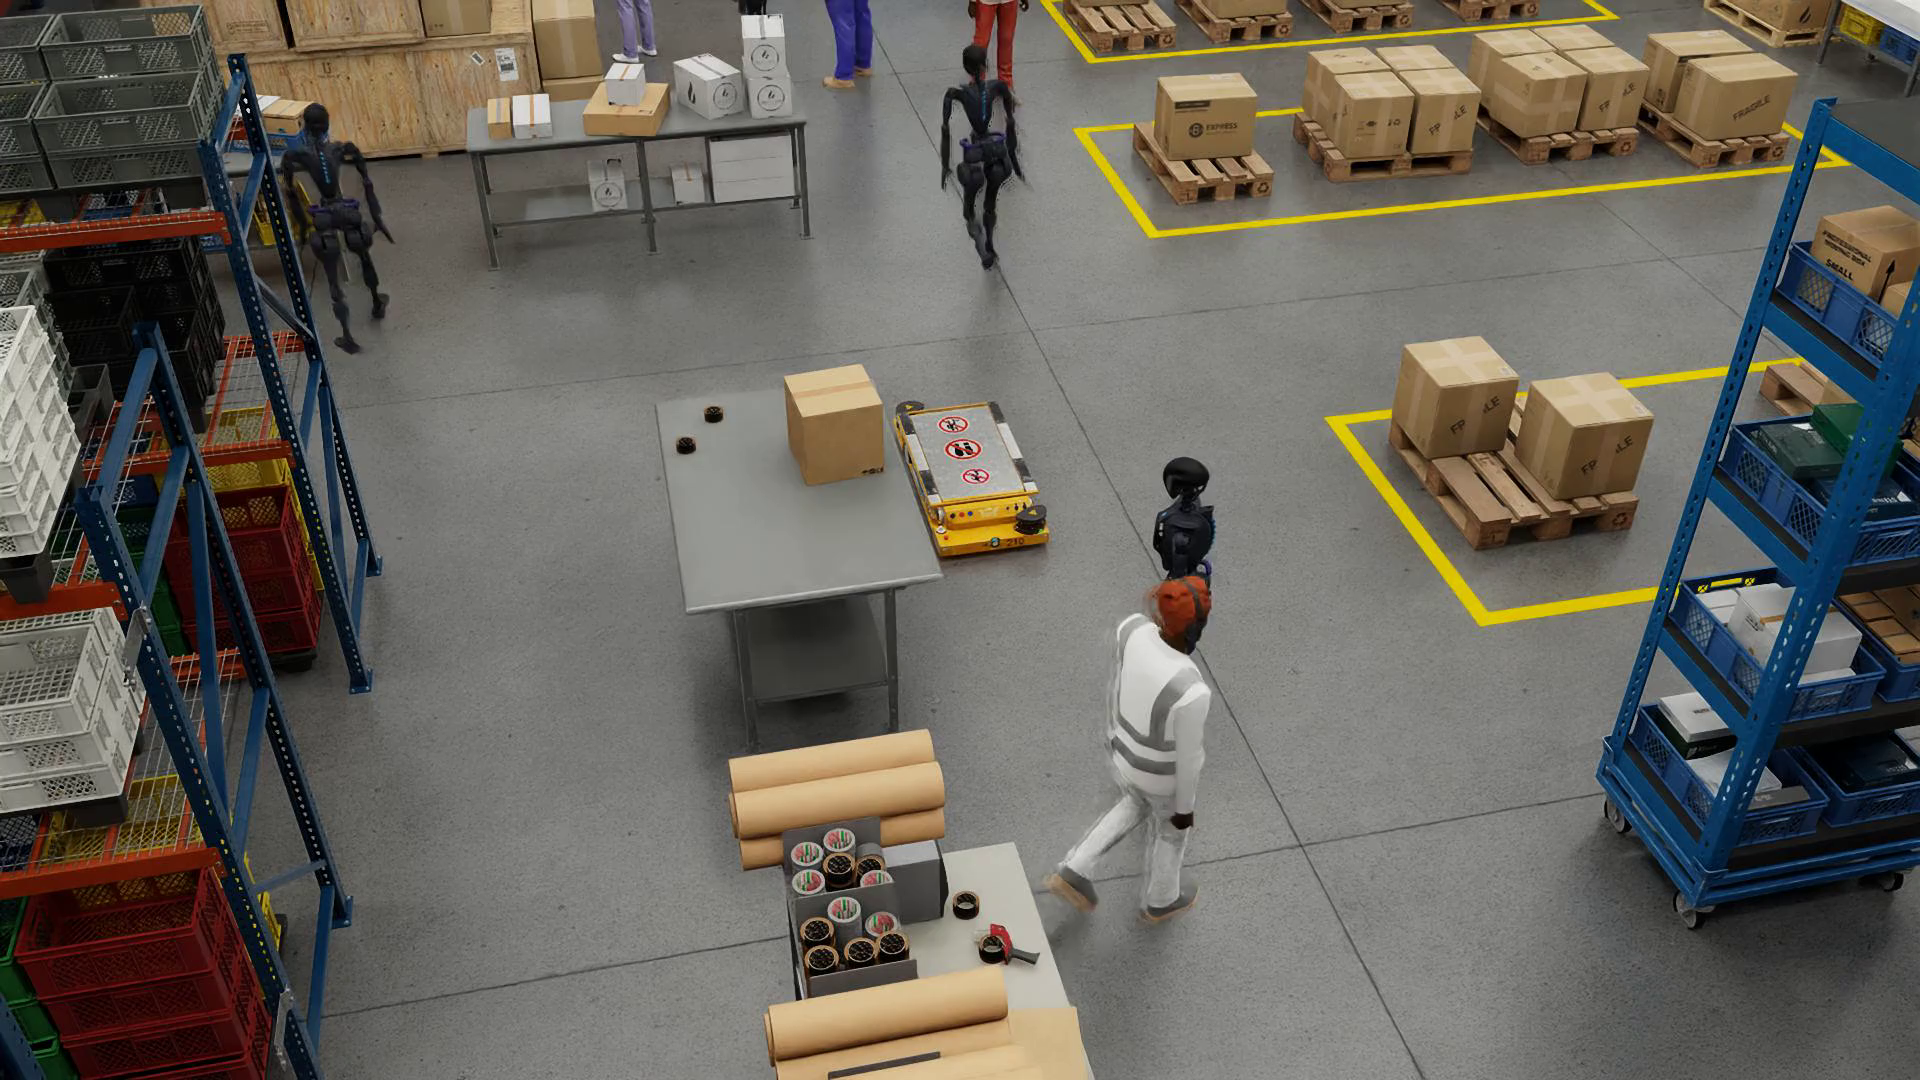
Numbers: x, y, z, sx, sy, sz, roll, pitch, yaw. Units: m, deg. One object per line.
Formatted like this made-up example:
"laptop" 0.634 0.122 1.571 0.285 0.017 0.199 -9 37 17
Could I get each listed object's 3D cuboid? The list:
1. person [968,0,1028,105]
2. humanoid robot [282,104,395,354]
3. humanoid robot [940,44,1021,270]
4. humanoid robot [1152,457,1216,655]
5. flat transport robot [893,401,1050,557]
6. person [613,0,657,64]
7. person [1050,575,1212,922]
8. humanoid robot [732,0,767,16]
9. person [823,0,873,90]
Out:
"person" 0.326 -4.762 14.509 0.607 1.994 0.375 -17 40 -21
"humanoid robot" -4.180 -2.136 11.280 0.605 1.604 0.677 -17 40 -22
"humanoid robot" 0.178 -2.760 12.087 0.643 1.627 0.511 -14 39 -18
"humanoid robot" 1.030 0.314 7.941 0.315 1.656 0.610 6 37 8
"flat transport robot" 0.046 -0.430 10.108 0.652 0.197 1.431 -8 37 -10
"person" -3.129 -5.406 15.443 0.399 1.919 0.579 19 41 23
"person" 0.774 0.938 6.961 0.595 1.866 0.580 -18 40 -23
"humanoid robot" -1.896 -5.095 15.221 0.317 1.653 0.579 5 37 6
"person" -1.057 -5.104 14.931 0.536 2.000 0.688 19 41 23
